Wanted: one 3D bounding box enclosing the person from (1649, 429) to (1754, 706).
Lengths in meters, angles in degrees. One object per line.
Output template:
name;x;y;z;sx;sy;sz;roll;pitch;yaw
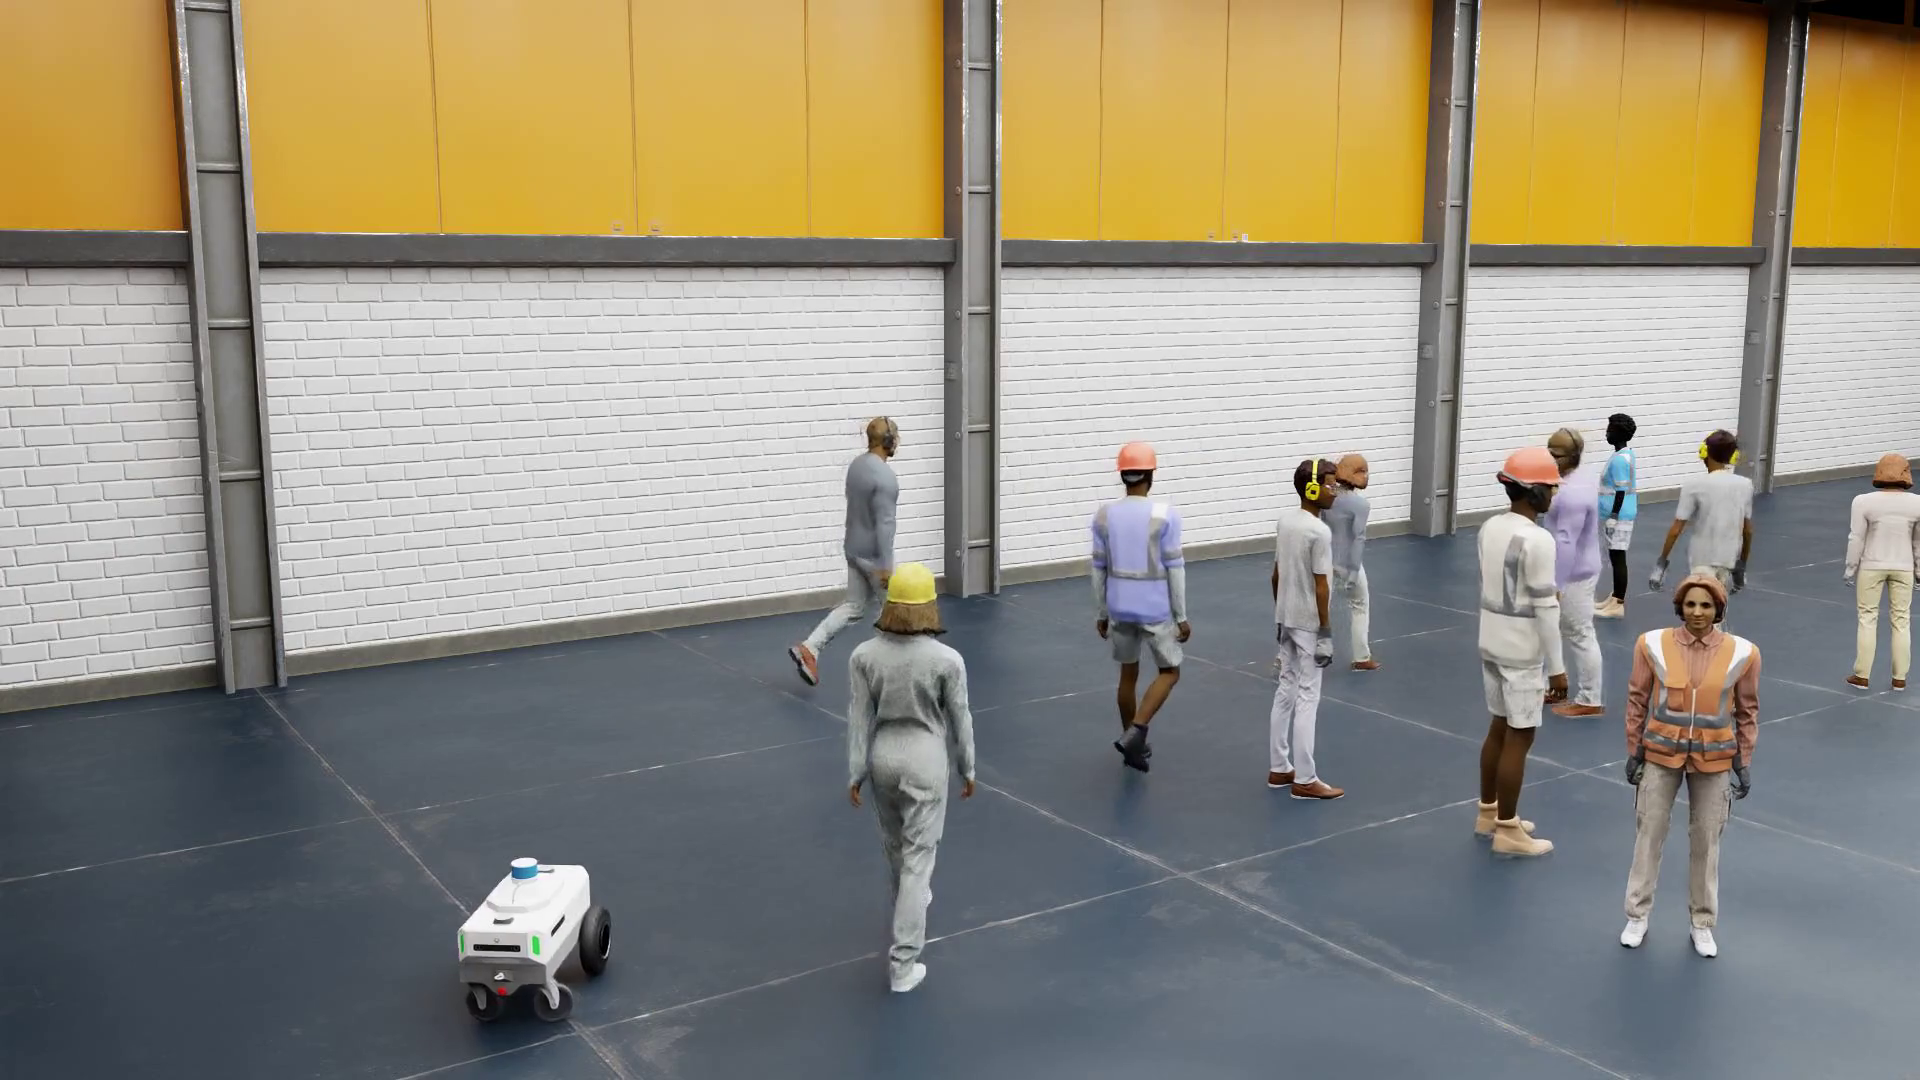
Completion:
person;4.959;0.203;10.999;0.643;1.831;0.775;-2;10;-10

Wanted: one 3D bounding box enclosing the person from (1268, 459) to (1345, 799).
person;1.897;0.482;9.137;0.333;1.866;0.515;-3;10;-19

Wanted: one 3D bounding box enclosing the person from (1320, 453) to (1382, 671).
person;2.656;0.174;11.794;0.790;1.598;0.502;-6;11;-33

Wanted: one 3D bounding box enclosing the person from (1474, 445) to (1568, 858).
person;2.766;0.548;8.222;0.386;2.041;0.618;-1;9;-5

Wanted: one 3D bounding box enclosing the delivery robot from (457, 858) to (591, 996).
delivery robot;-1.721;1.508;6.604;0.477;0.478;0.707;1;9;4

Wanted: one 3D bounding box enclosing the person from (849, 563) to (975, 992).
person;-0.178;0.934;6.926;0.497;1.695;0.872;3;10;19

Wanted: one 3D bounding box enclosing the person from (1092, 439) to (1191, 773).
person;1.019;0.392;9.492;0.599;1.922;0.625;6;11;32

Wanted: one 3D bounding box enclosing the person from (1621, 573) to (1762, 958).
person;3.082;0.941;7.036;0.515;1.641;0.315;4;10;22

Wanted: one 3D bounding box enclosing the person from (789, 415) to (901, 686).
person;-0.690;0.101;11.349;0.855;1.904;0.664;-5;10;-26

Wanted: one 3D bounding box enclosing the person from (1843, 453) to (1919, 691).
person;6.347;0.219;11.415;0.507;1.631;0.280;2;10;14

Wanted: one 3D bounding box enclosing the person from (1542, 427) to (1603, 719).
person;3.841;0.227;10.560;0.625;1.900;0.665;2;10;11

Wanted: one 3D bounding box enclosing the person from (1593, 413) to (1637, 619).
person;5.425;-0.200;13.750;0.318;1.696;0.536;4;10;22
